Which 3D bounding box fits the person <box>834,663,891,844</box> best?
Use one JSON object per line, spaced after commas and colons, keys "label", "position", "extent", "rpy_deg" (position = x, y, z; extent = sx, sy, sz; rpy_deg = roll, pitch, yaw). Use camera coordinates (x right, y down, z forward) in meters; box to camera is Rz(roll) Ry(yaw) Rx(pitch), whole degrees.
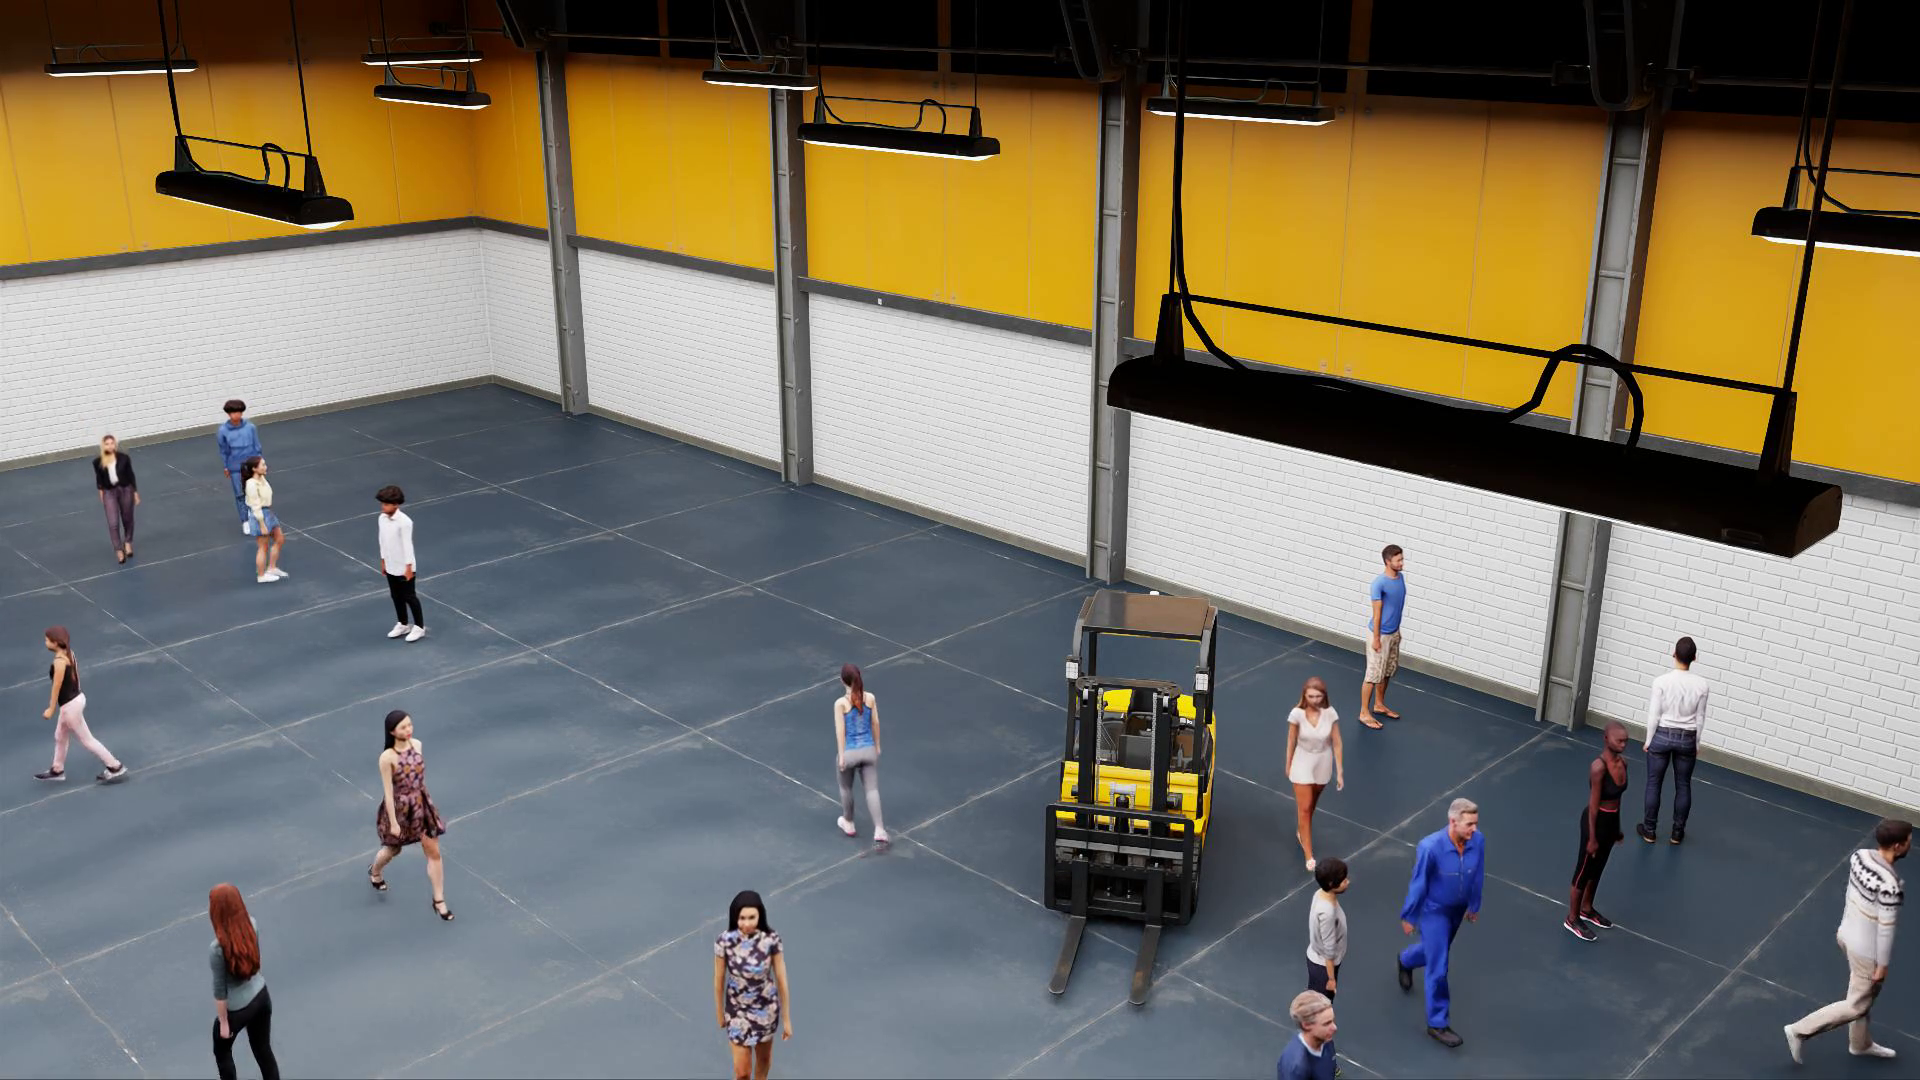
{"label": "person", "position": [-0.852, 1.868, 14.211], "extent": [0.749, 1.575, 0.984], "rpy_deg": [-8, 20, -23]}

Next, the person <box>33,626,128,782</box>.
{"label": "person", "position": [-8.087, 1.536, 15.269], "extent": [0.921, 1.528, 1.030], "rpy_deg": [-5, 19, -14]}

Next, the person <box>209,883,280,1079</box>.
{"label": "person", "position": [-4.497, 3.005, 10.593], "extent": [0.897, 1.728, 0.791], "rpy_deg": [7, 20, 21]}

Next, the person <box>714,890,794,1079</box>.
{"label": "person", "position": [-1.333, 2.981, 10.692], "extent": [0.870, 1.710, 0.982], "rpy_deg": [-5, 19, -13]}

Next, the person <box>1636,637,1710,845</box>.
{"label": "person", "position": [6.099, 1.713, 14.209], "extent": [0.690, 1.869, 0.783], "rpy_deg": [4, 19, 13]}

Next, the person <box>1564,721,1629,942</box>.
{"label": "person", "position": [4.954, 2.212, 12.895], "extent": [0.592, 1.762, 0.541], "rpy_deg": [-15, 24, -38]}

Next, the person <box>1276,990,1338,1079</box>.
{"label": "person", "position": [1.869, 3.345, 9.385], "extent": [0.787, 1.855, 0.709], "rpy_deg": [14, 23, 37]}

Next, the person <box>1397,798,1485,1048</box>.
{"label": "person", "position": [3.339, 2.580, 11.767], "extent": [1.065, 1.785, 1.300], "rpy_deg": [-7, 20, -20]}

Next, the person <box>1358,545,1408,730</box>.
{"label": "person", "position": [4.227, 0.922, 16.570], "extent": [0.638, 1.863, 0.533], "rpy_deg": [-17, 25, -41]}

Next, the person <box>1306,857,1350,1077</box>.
{"label": "person", "position": [2.462, 2.860, 11.299], "extent": [0.658, 1.553, 0.616], "rpy_deg": [2, 19, 5]}

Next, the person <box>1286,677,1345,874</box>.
{"label": "person", "position": [2.947, 1.895, 14.018], "extent": [1.045, 1.646, 1.139], "rpy_deg": [-1, 19, -4]}

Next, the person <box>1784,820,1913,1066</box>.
{"label": "person", "position": [6.030, 2.731, 11.239], "extent": [1.185, 1.836, 1.081], "rpy_deg": [2, 19, 5]}

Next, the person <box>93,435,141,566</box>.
{"label": "person", "position": [-10.768, -0.552, 21.276], "extent": [0.722, 1.652, 0.885], "rpy_deg": [-11, 21, -29]}

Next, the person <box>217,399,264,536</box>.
{"label": "person", "position": [-9.694, -1.029, 22.473], "extent": [0.852, 1.791, 1.053], "rpy_deg": [-10, 21, -28]}

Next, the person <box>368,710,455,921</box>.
{"label": "person", "position": [-4.411, 2.160, 13.084], "extent": [1.203, 1.740, 0.829], "rpy_deg": [10, 21, 27]}

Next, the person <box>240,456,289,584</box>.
{"label": "person", "position": [-8.646, -0.242, 20.403], "extent": [0.833, 1.621, 0.749], "rpy_deg": [-2, 19, -7]}

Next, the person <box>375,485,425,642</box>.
{"label": "person", "position": [-6.288, 0.247, 18.662], "extent": [0.586, 1.804, 0.742], "rpy_deg": [10, 21, 28]}
